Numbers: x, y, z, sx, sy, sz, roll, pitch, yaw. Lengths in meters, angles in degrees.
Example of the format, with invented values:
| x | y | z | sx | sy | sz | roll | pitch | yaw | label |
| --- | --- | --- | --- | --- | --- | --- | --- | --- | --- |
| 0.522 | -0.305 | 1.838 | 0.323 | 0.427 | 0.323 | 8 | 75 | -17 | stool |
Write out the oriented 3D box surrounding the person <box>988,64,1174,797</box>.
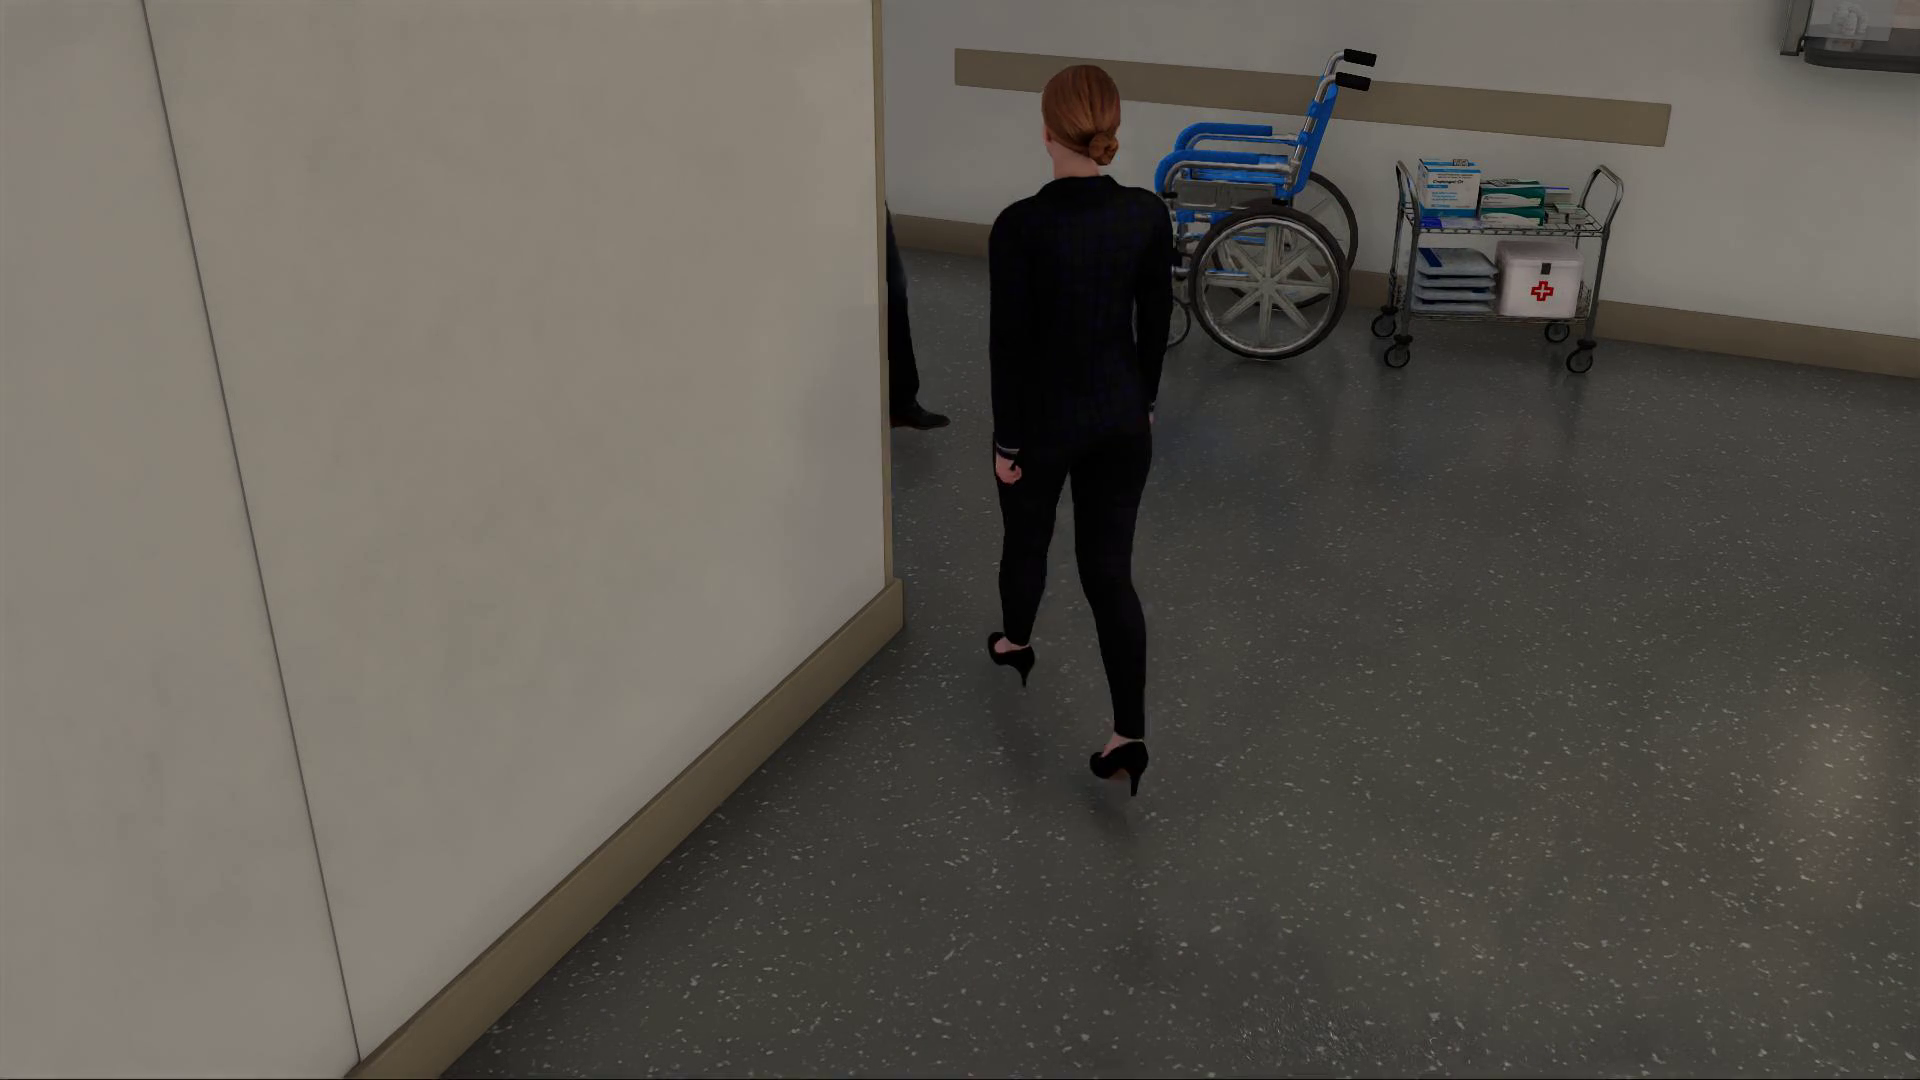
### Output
| x | y | z | sx | sy | sz | roll | pitch | yaw | label |
| --- | --- | --- | --- | --- | --- | --- | --- | --- | --- |
| 0.304 | -0.186 | 3.801 | 1.060 | 1.641 | 1.130 | -8 | 27 | -17 | person |
